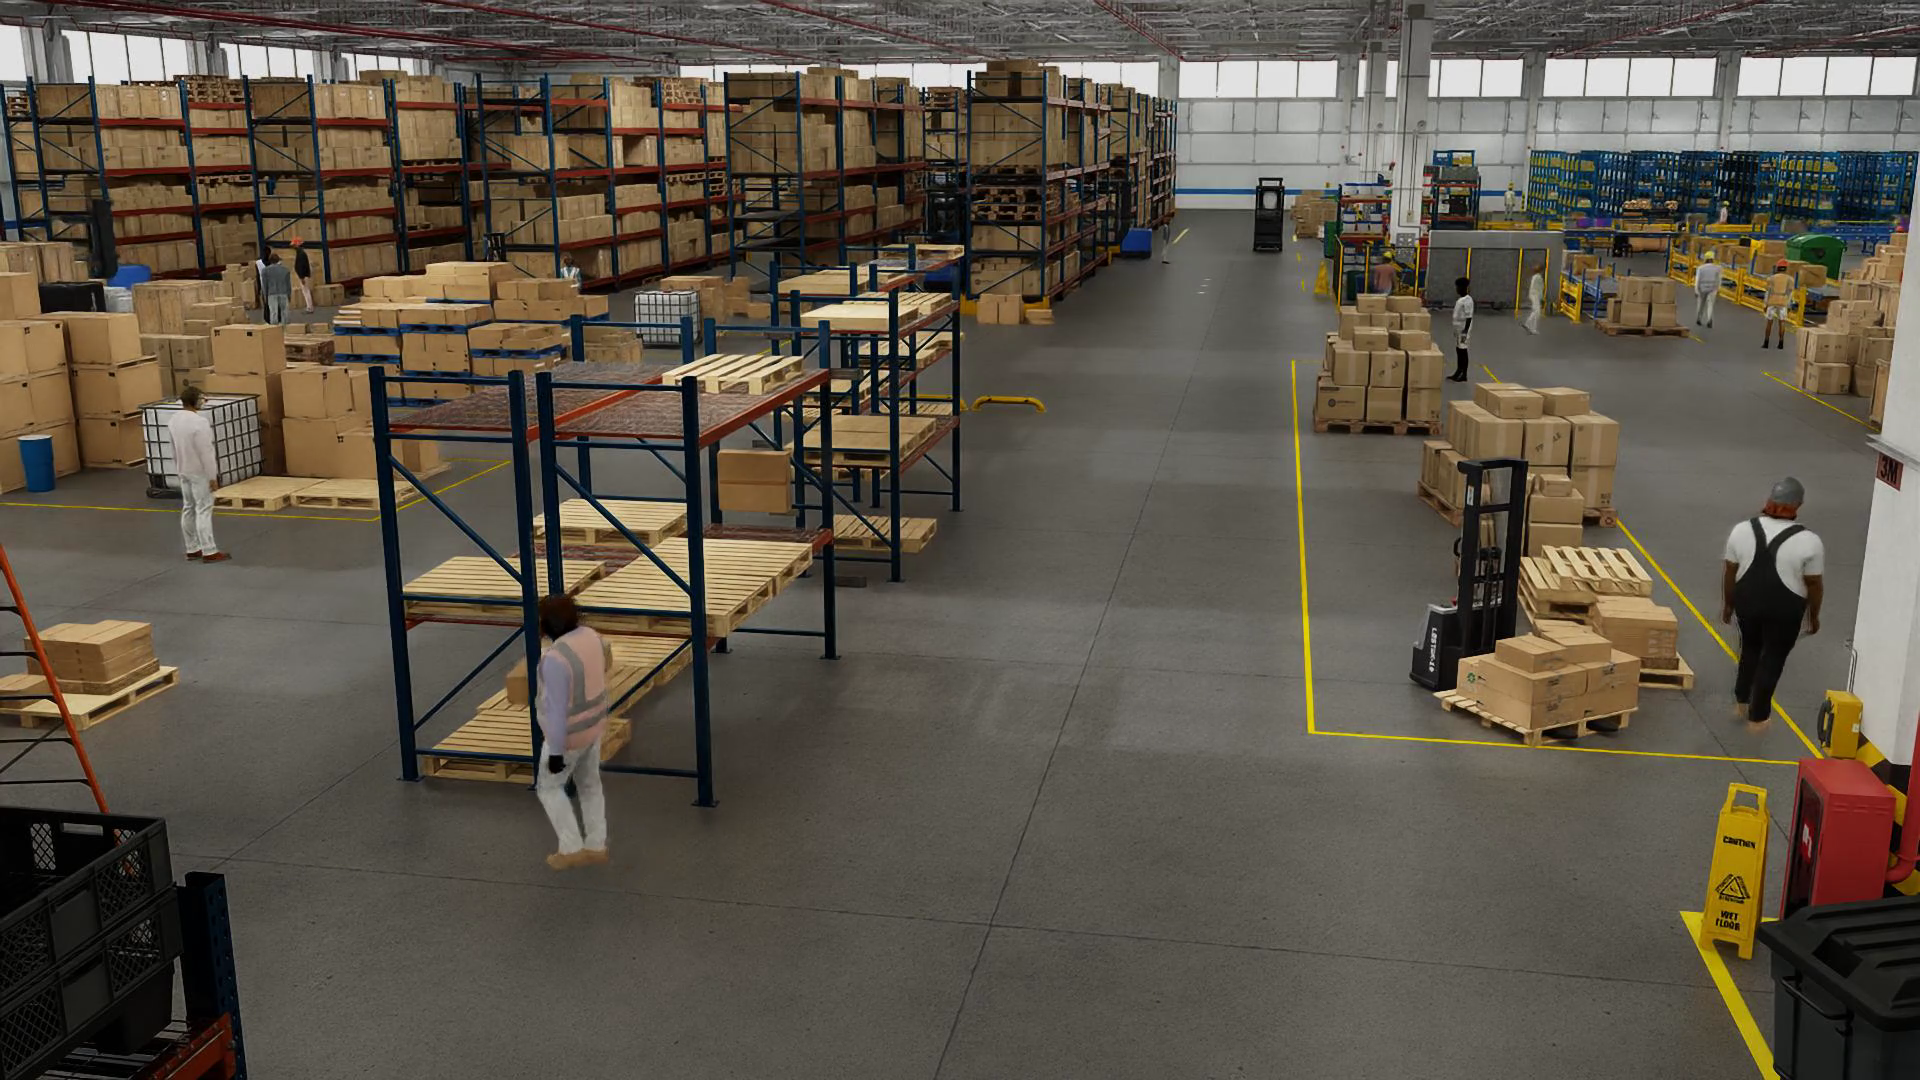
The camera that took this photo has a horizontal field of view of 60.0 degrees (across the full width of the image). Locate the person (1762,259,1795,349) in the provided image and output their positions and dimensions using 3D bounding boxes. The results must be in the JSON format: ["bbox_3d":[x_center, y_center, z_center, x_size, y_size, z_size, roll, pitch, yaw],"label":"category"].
[{"bbox_3d":[17.605,-5.080,35.803,0.543,1.926,0.402,6,15,23],"label":"person"}]

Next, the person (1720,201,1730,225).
[{"bbox_3d":[32.028,-13.394,69.937,0.725,1.744,0.530,2,14,10],"label":"person"}]

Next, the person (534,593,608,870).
[{"bbox_3d":[-2.463,1.210,10.461,0.495,1.828,0.676,3,14,13],"label":"person"}]

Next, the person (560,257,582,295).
[{"bbox_3d":[-9.417,-6.037,40.288,0.524,1.631,0.323,1,14,3],"label":"person"}]

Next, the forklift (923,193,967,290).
[{"bbox_3d":[-0.405,-8.797,48.920,1.129,2.768,1.873,3,14,10],"label":"forklift"}]

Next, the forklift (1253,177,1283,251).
[{"bbox_3d":[12.083,-12.747,64.956,1.129,2.768,1.873,3,14,10],"label":"forklift"}]

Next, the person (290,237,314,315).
[{"bbox_3d":[-16.756,-6.708,42.310,0.423,1.982,0.626,-5,15,-21],"label":"person"}]

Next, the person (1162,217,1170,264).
[{"bbox_3d":[7.291,-10.581,58.725,0.279,1.634,0.499,0,14,1],"label":"person"}]

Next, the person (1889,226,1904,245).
[{"bbox_3d":[27.456,-8.233,48.672,0.555,1.901,0.929,1,14,5],"label":"person"}]

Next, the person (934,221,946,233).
[{"bbox_3d":[-0.698,-9.863,55.767,0.542,1.644,0.869,2,14,8],"label":"person"}]

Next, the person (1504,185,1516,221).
[{"bbox_3d":[28.719,-17.571,86.768,0.485,1.818,0.608,-12,18,-40],"label":"person"}]

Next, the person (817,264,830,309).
[{"bbox_3d":[-3.052,-5.327,37.269,0.315,1.695,0.541,0,14,-1],"label":"person"}]

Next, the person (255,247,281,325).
[{"bbox_3d":[-16.461,-6.033,39.679,0.593,1.920,0.392,-3,14,-14],"label":"person"}]

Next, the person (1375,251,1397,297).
[{"bbox_3d":[10.368,-6.175,40.626,0.524,1.741,0.765,11,18,38],"label":"person"}]

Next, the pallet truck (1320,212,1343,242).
[{"bbox_3d":[15.874,-13.227,70.310,0.680,1.201,1.601,10,17,35],"label":"pallet truck"}]

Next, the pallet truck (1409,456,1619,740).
[{"bbox_3d":[4.504,0.400,13.395,0.823,1.965,1.885,-6,15,-23],"label":"pallet truck"}]

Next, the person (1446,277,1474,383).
[{"bbox_3d":[9.329,-3.904,30.951,0.381,1.958,0.603,0,14,1],"label":"person"}]

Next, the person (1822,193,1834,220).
[{"bbox_3d":[41.535,-15.814,79.610,0.831,1.820,0.574,4,14,14],"label":"person"}]

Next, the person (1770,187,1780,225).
[{"bbox_3d":[40.620,-16.715,82.894,0.398,1.989,0.621,5,15,19],"label":"person"}]

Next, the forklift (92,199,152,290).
[{"bbox_3d":[-22.595,-7.614,44.116,1.873,2.768,1.129,-9,17,-33],"label":"forklift"}]

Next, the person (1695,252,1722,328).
[{"bbox_3d":[17.897,-5.988,39.780,0.605,1.795,0.884,4,14,16],"label":"person"}]

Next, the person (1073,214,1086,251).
[{"bbox_3d":[4.261,-10.676,58.590,0.913,1.905,0.541,3,14,10],"label":"person"}]

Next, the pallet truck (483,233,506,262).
[{"bbox_3d":[-11.832,-7.026,43.548,1.885,1.965,0.823,8,16,28],"label":"pallet truck"}]

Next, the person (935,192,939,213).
[{"bbox_3d":[-1.485,-19.266,93.388,0.702,1.924,0.617,1,14,5],"label":"person"}]

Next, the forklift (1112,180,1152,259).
[{"bbox_3d":[6.082,-11.722,60.796,1.873,2.768,1.129,2,14,9],"label":"forklift"}]

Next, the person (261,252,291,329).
[{"bbox_3d":[-15.413,-5.514,37.552,0.630,1.931,0.366,-10,17,-36],"label":"person"}]

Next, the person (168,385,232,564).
[{"bbox_3d":[-8.278,-0.711,18.032,0.630,1.936,0.366,9,16,31],"label":"person"}]

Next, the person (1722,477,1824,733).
[{"bbox_3d":[6.371,0.484,12.967,0.658,2.000,0.696,-13,19,-41],"label":"person"}]

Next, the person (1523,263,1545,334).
[{"bbox_3d":[13.306,-5.556,38.346,0.368,1.624,0.547,2,14,7],"label":"person"}]

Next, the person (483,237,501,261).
[{"bbox_3d":[-14.155,-8.632,50.419,0.619,1.835,0.430,-13,19,-42],"label":"person"}]

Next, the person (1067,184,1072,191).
[{"bbox_3d":[5.513,-17.082,84.506,0.617,1.940,1.040,1,14,4],"label":"person"}]
